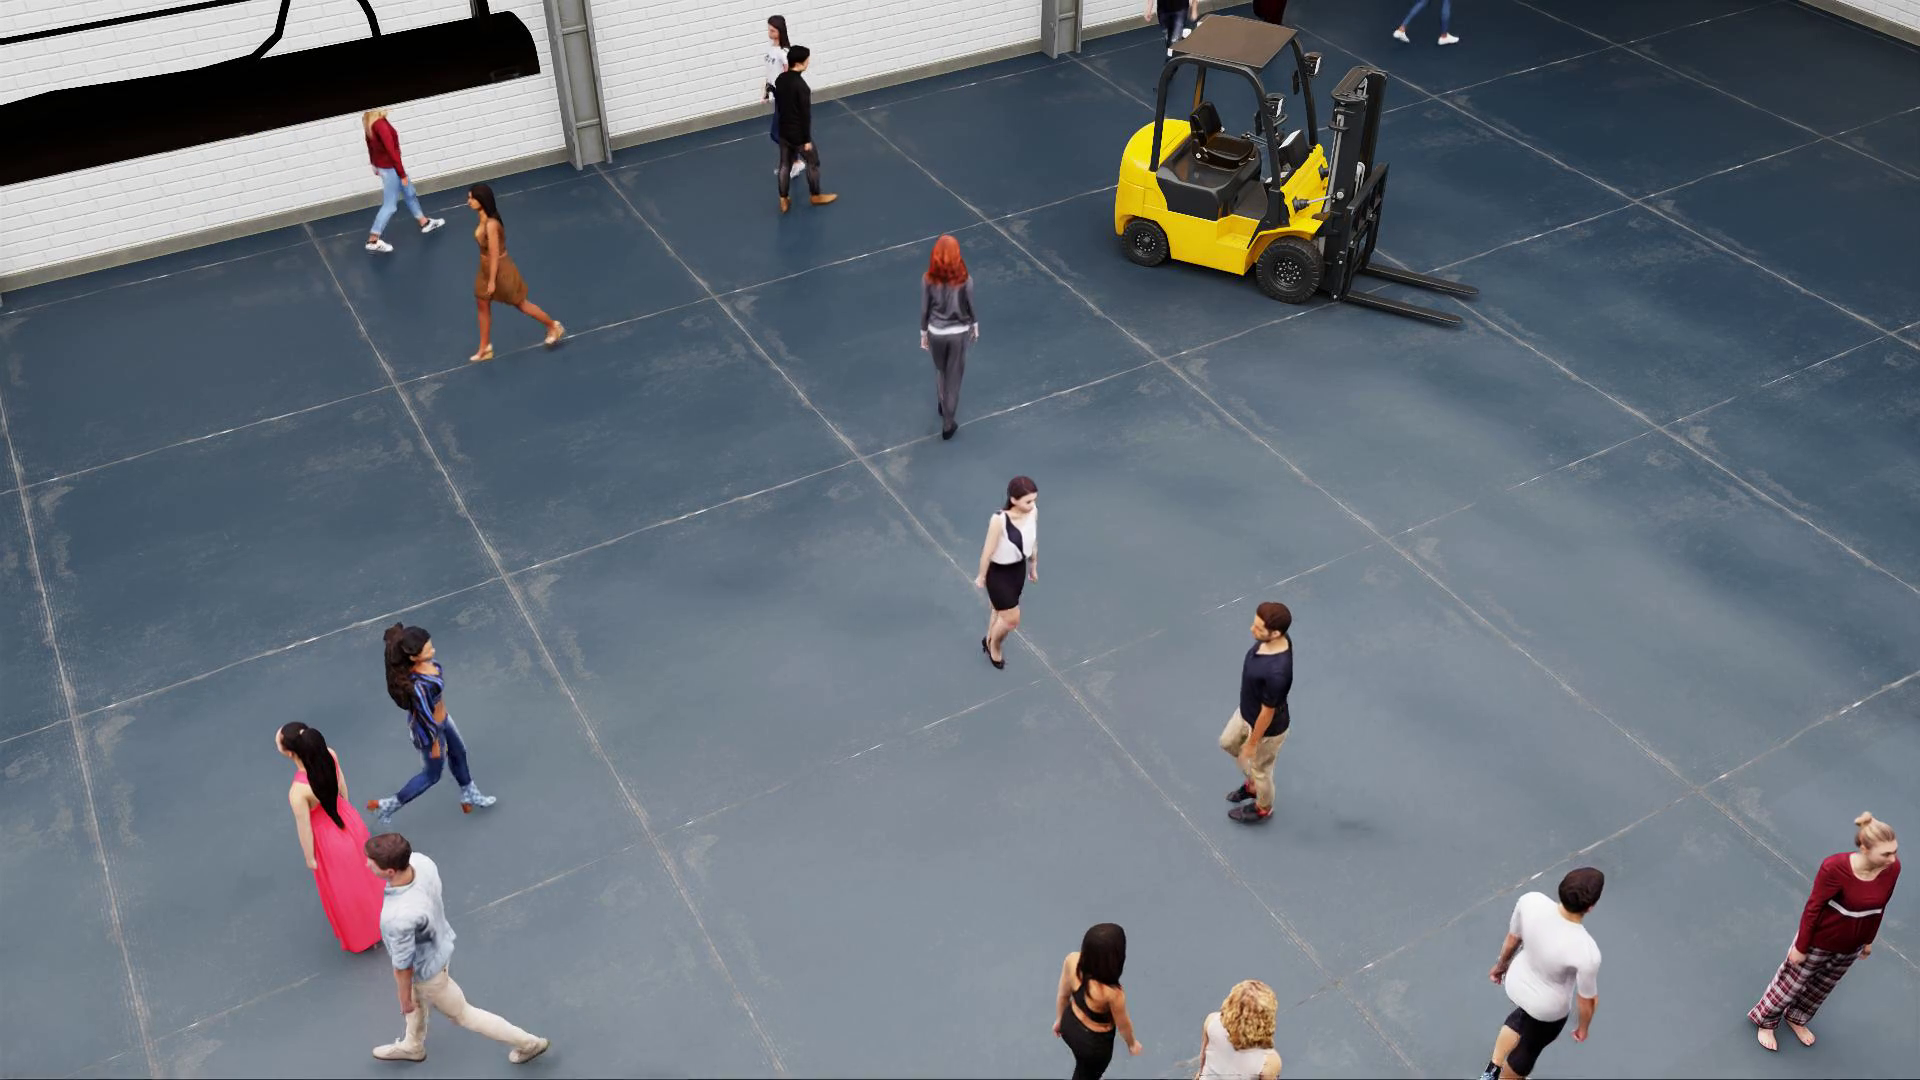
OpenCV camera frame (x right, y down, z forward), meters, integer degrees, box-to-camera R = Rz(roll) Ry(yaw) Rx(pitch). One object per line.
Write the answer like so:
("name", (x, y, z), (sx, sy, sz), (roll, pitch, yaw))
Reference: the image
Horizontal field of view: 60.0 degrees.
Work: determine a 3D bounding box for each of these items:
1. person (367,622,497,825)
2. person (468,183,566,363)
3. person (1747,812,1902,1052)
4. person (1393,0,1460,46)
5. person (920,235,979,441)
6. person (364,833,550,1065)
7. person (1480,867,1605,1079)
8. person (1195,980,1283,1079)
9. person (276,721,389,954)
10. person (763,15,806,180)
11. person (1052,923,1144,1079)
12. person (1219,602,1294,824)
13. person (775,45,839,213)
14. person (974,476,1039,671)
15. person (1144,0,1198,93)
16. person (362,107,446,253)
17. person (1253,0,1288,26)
("person", (-3.272, 1.157, 10.034), (1.017, 1.603, 0.735), (-13, 40, -15))
("person", (-3.878, -2.287, 14.308), (1.082, 1.649, 0.605), (-23, 44, -26))
("person", (4.611, 2.089, 8.798), (0.570, 1.688, 0.736), (-5, 39, -6))
("person", (5.600, -6.687, 19.773), (1.116, 1.707, 0.755), (-13, 40, -16))
("person", (-0.108, -1.566, 13.327), (0.826, 1.748, 0.885), (10, 40, 12))
("person", (-2.650, 2.175, 8.590), (1.304, 1.813, 1.015), (-3, 39, -4))
("person", (2.861, 2.316, 8.395), (0.596, 1.838, 0.686), (-19, 42, -22))
("person", (1.241, 2.740, 8.007), (0.714, 1.659, 0.780), (29, 47, 31))
("person", (-3.495, 1.660, 9.307), (0.764, 1.724, 0.709), (8, 39, 10))
("person", (-1.720, -4.523, 17.012), (0.635, 1.770, 0.667), (-10, 40, -12))
("person", (0.576, 2.530, 8.297), (0.735, 1.625, 0.579), (-24, 44, -27))
("person", (1.908, 1.072, 9.955), (0.780, 1.835, 0.770), (2, 39, 2))
("person", (-1.670, -4.031, 16.449), (0.848, 1.704, 0.887), (26, 45, 29))
("person", (0.252, 0.195, 11.219), (0.630, 1.626, 0.700), (-28, 46, -31))
("person", (2.443, -6.046, 18.863), (1.119, 1.841, 1.308), (17, 42, 20))
("person", (-5.517, -3.513, 15.887), (1.135, 1.595, 0.738), (-26, 46, -29))
("person", (3.740, -6.636, 19.684), (0.924, 1.738, 1.053), (19, 43, 23))
